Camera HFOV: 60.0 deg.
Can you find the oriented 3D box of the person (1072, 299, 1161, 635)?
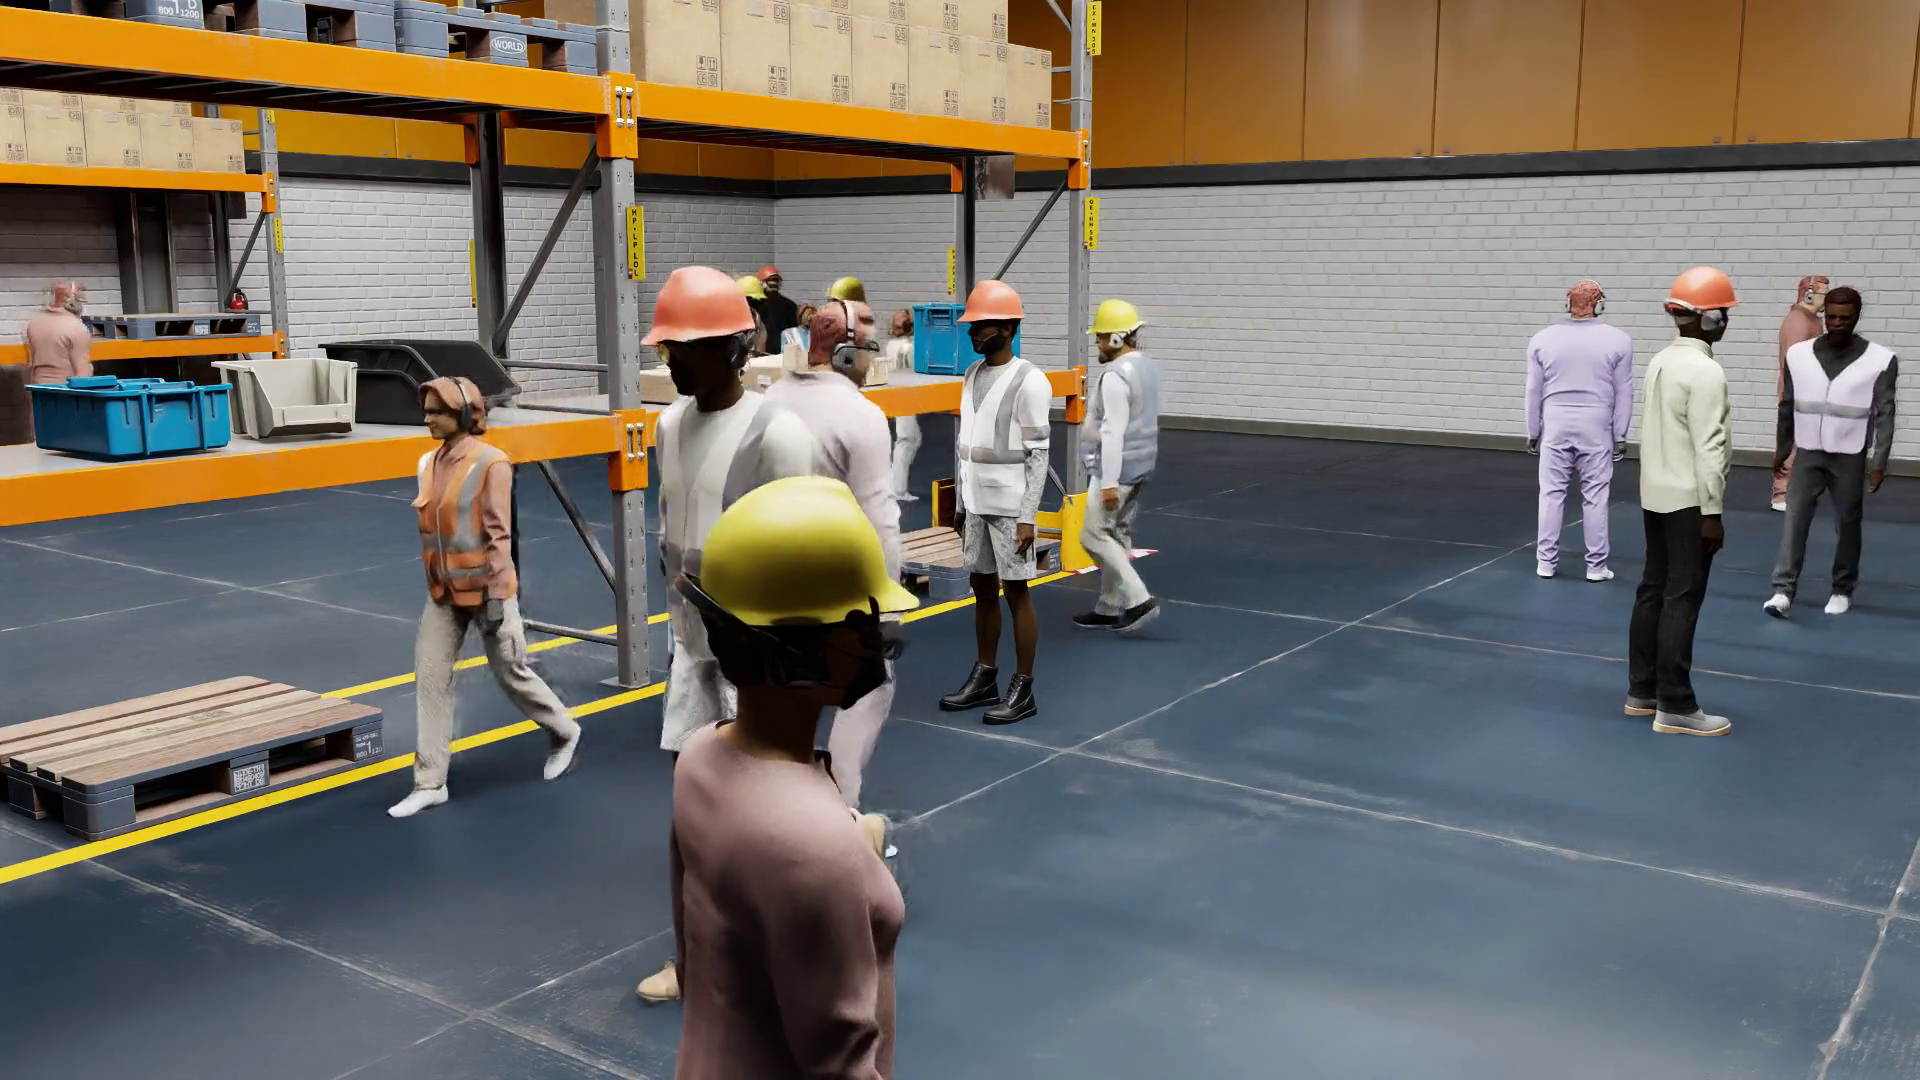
[{"bbox_3d":[0.842,-0.381,8.966,0.502,1.824,0.601,5,11,25],"label":"person"}]

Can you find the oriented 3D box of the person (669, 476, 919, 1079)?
[{"bbox_3d":[-0.206,0.800,2.089,0.323,1.769,0.523,-4,10,-24],"label":"person"}]

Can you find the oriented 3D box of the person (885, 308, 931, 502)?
[{"bbox_3d":[-0.436,-1.121,13.941,0.383,1.623,0.527,-4,10,-23],"label":"person"}]

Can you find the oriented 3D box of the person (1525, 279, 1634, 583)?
[{"bbox_3d":[3.908,-0.686,10.525,0.642,1.909,0.399,5,11,30],"label":"person"}]

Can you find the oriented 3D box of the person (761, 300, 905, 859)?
[{"bbox_3d":[-0.443,0.145,5.651,0.703,1.890,0.400,9,13,42],"label":"person"}]

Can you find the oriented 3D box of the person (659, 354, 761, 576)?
[{"bbox_3d":[-0.935,-0.020,6.882,0.610,1.807,0.845,6,11,30],"label":"person"}]

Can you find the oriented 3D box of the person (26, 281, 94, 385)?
[{"bbox_3d":[-7.358,-1.170,13.571,0.680,1.868,0.868,3,10,19],"label":"person"}]

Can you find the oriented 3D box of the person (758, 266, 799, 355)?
[{"bbox_3d":[-2.045,-1.973,18.017,0.786,1.966,0.589,-7,12,-35],"label":"person"}]

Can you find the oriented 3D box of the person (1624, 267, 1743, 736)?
[{"bbox_3d":[3.128,-0.167,7.165,0.382,1.994,0.622,0,10,-1],"label":"person"}]

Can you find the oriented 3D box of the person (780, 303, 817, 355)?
[{"bbox_3d":[-1.578,-1.583,16.744,0.518,1.608,0.741,-2,10,-14],"label":"person"}]

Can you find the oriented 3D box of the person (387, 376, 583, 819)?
[{"bbox_3d":[-1.781,0.182,6.227,0.512,1.611,0.782,6,11,32],"label":"person"}]

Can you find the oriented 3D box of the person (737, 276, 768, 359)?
[{"bbox_3d":[-1.833,-1.226,13.753,0.730,1.903,0.600,6,11,33],"label":"person"}]

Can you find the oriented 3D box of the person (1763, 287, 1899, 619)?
[{"bbox_3d":[4.862,-0.467,9.328,0.653,1.868,0.953,8,13,41],"label":"person"}]

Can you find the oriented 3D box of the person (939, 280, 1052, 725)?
[{"bbox_3d":[0.151,-0.162,7.303,0.362,1.939,0.543,-7,12,-37],"label":"person"}]

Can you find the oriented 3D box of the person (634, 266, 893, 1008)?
[{"bbox_3d":[-0.556,0.251,4.645,0.621,2.019,0.790,9,13,43],"label":"person"}]

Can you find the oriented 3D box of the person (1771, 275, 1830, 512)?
[{"bbox_3d":[6.796,-1.170,13.411,0.403,1.904,0.651,5,11,27],"label":"person"}]

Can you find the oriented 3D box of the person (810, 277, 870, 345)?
[{"bbox_3d":[-0.837,-0.916,11.887,0.506,1.901,0.604,-8,12,-38],"label":"person"}]
